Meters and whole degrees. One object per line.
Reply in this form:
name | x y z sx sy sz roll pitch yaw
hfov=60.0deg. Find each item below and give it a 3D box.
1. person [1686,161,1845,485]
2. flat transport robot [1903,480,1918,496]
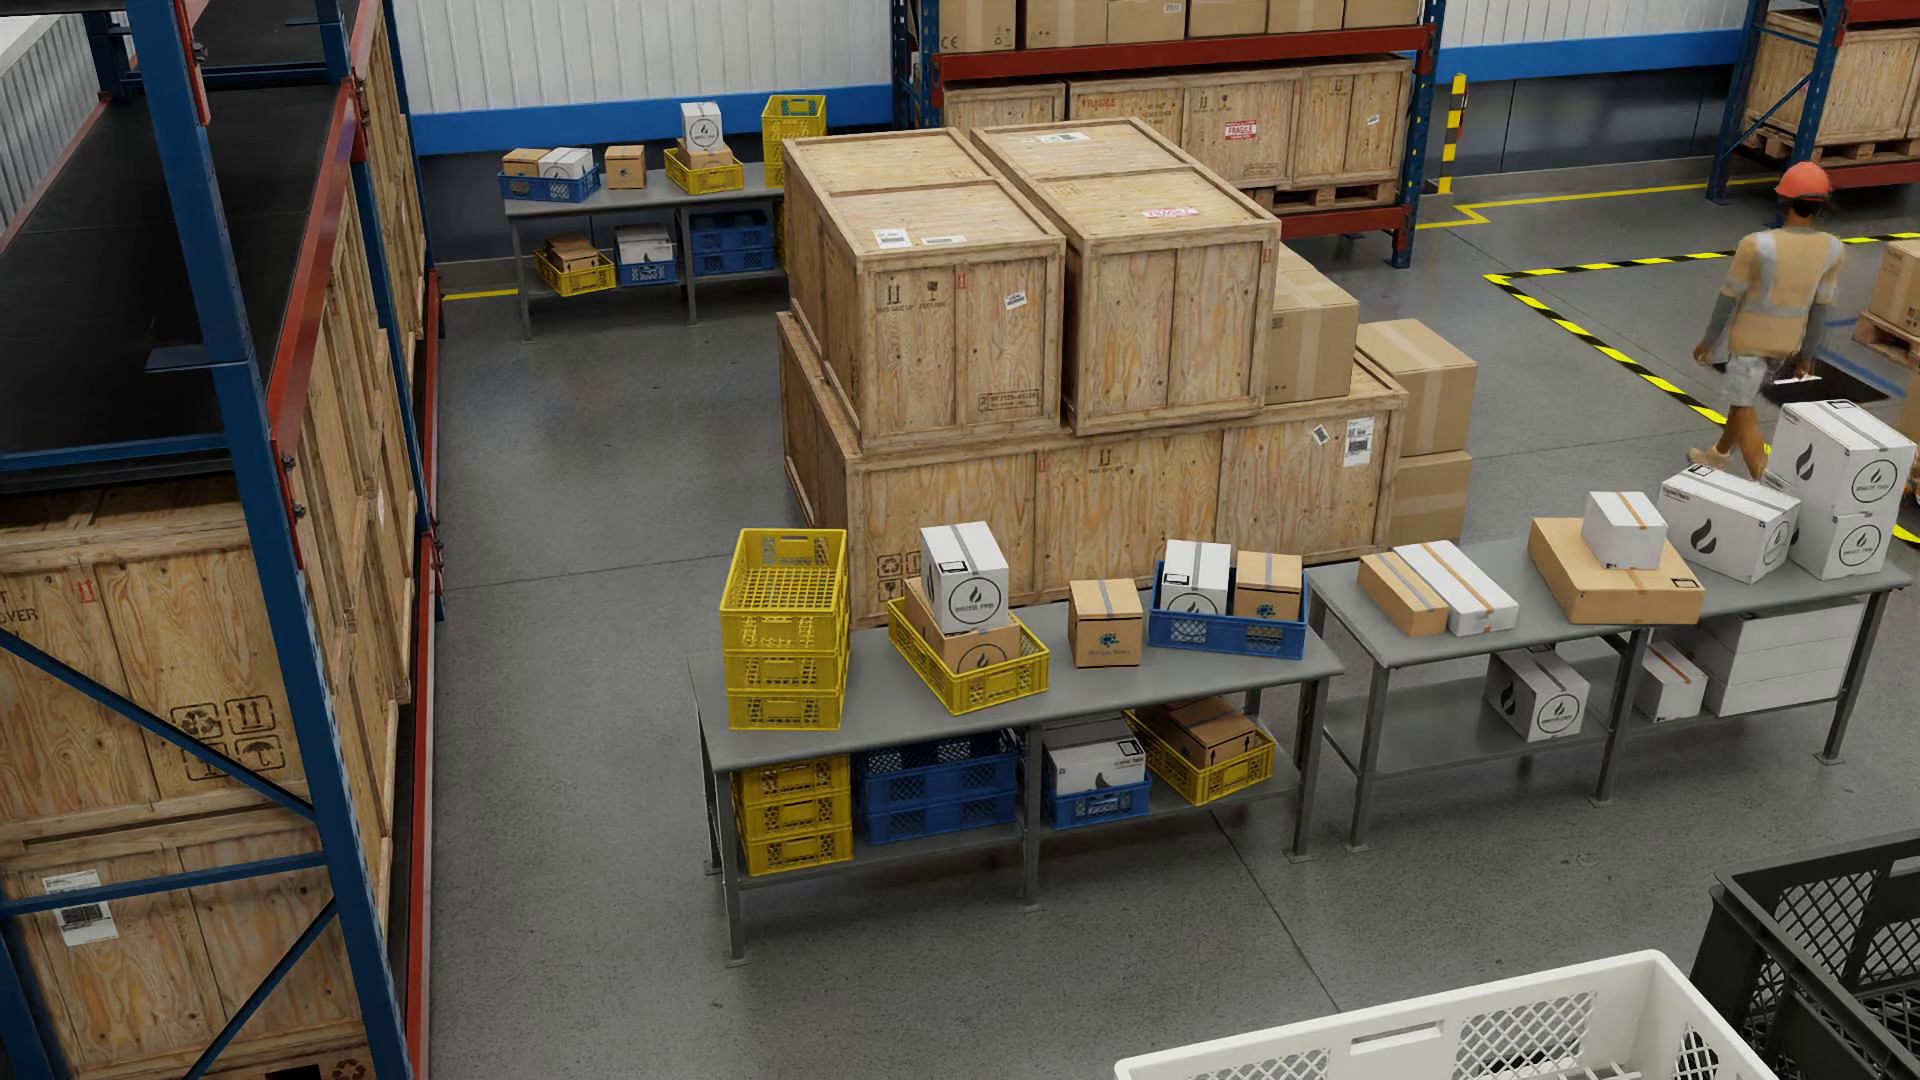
person | 4.547 -1.111 9.340 0.614 2.006 0.997 -5 29 -9
flat transport robot | 5.980 -0.186 9.426 0.652 0.197 1.431 -7 30 -13
